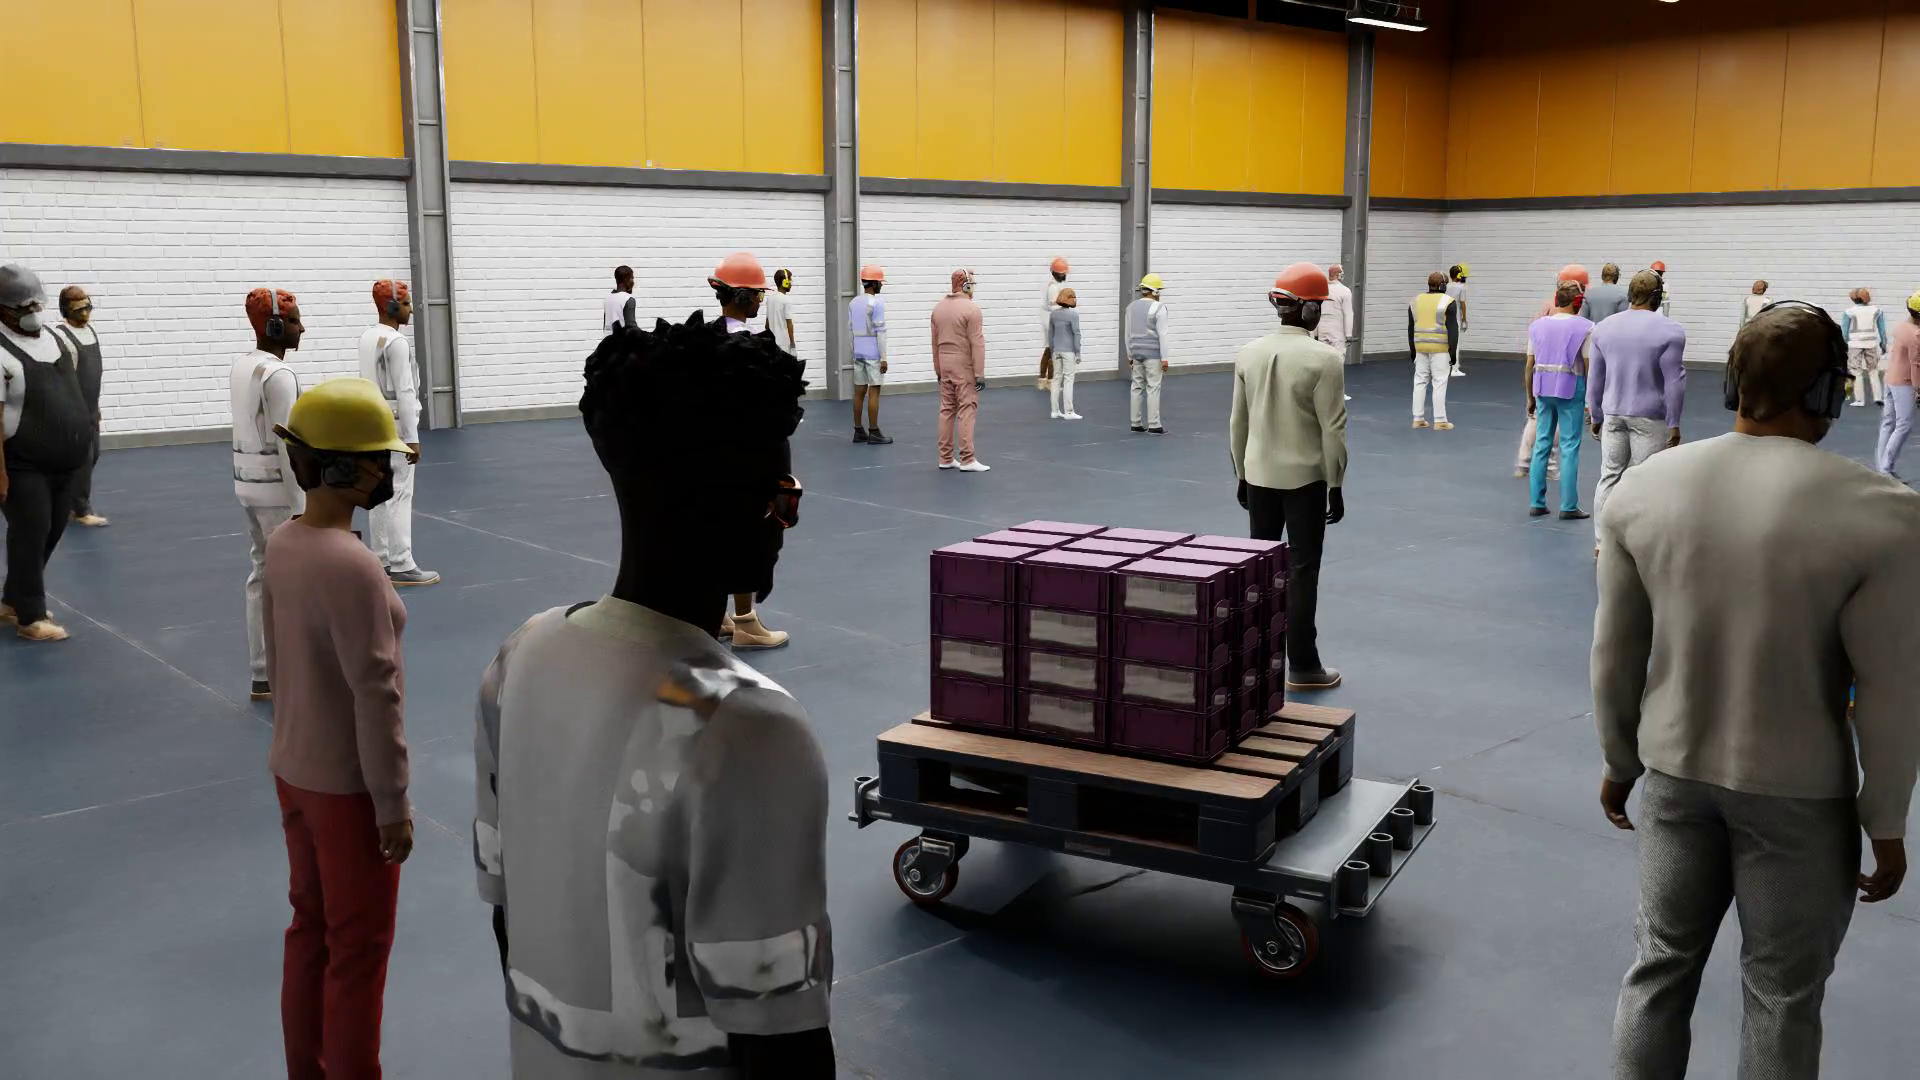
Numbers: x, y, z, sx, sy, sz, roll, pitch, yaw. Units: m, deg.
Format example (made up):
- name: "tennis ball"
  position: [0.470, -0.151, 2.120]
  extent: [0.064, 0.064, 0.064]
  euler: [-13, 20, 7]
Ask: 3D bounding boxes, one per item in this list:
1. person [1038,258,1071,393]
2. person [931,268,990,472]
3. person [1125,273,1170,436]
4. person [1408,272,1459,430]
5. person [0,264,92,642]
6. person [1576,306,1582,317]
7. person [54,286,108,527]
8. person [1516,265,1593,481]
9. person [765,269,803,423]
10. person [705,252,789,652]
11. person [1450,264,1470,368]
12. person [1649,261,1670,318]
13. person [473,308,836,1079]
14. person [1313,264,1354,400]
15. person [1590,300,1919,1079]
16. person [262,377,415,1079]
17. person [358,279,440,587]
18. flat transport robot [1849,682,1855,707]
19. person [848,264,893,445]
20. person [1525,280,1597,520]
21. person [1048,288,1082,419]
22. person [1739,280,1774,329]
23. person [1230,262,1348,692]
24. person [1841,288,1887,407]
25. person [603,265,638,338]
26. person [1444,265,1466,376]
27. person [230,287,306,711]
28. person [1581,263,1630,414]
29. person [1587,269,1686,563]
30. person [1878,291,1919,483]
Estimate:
- name: "person"
  position: [1.408, -3.186, 24.757]
  extent: [0.476, 1.995, 0.734]
  euler: [1, 10, 7]
- name: "person"
  position: [0.023, -1.596, 15.677]
  extent: [0.402, 1.906, 0.652]
  euler: [-8, 13, -41]
- name: "person"
  position: [2.140, -2.095, 18.822]
  extent: [0.403, 1.827, 0.601]
  euler: [-8, 13, -41]
- name: "person"
  position: [5.550, -2.210, 19.462]
  extent: [0.429, 1.841, 0.634]
  euler: [-8, 13, -41]
- name: "person"
  position: [-4.936, -0.476, 8.729]
  extent: [0.725, 2.000, 0.747]
  euler: [1, 10, 3]
- name: "person"
  position: [9.015, -3.088, 24.759]
  extent: [0.491, 1.808, 0.725]
  euler: [1, 10, 4]
- name: "person"
  position: [-6.628, -0.986, 12.425]
  extent: [0.537, 1.808, 0.635]
  euler: [0, 10, 0]
- name: "person"
  position: [5.357, -1.507, 15.075]
  extent: [0.491, 1.951, 0.735]
  euler: [1, 10, 4]
- name: "person"
  position: [-2.163, -2.351, 20.217]
  extent: [0.309, 1.864, 0.535]
  euler: [-8, 13, -41]
- name: "person"
  position: [-1.133, -0.452, 8.581]
  extent: [0.391, 2.041, 0.615]
  euler: [-8, 13, -41]
- name: "person"
  position: [8.930, -4.047, 30.116]
  extent: [0.465, 1.883, 0.715]
  euler: [1, 10, 5]
- name: "person"
  position: [11.924, -3.814, 28.582]
  extent: [0.377, 1.932, 0.552]
  euler: [-8, 13, -41]
- name: "person"
  position: [-0.324, 0.718, 1.958]
  extent: [0.366, 1.962, 0.614]
  euler: [-8, 13, -41]
- name: "person"
  position: [5.264, -2.916, 23.410]
  extent: [0.402, 1.904, 0.652]
  euler: [-8, 13, -41]
- name: "person"
  position: [1.577, 0.496, 3.340]
  extent: [0.354, 1.936, 0.635]
  euler: [-8, 13, -41]
- name: "person"
  position: [-1.339, 0.524, 3.683]
  extent: [0.329, 1.765, 0.533]
  euler: [-8, 13, -41]
- name: "person"
  position: [-3.489, -0.656, 10.238]
  extent: [0.337, 1.882, 0.585]
  euler: [-8, 13, -41]
- name: "flat transport robot"
  position: [4.208, 0.638, 7.379]
  extent: [0.652, 0.197, 1.431]
  euler: [-8, 13, -41]
- name: "person"
  position: [-0.955, -2.000, 17.953]
  extent: [0.374, 1.935, 0.552]
  euler: [-8, 13, -41]
- name: "person"
  position: [4.622, -1.077, 12.822]
  extent: [0.374, 1.840, 0.572]
  euler: [-8, 13, -41]
- name: "person"
  position: [1.311, -2.319, 20.704]
  extent: [0.267, 1.632, 0.507]
  euler: [-8, 13, -41]
- name: "person"
  position: [12.727, -3.325, 26.584]
  extent: [0.310, 1.638, 0.523]
  euler: [-8, 13, -41]
- name: "person"
  position: [1.555, -0.296, 7.806]
  extent: [0.396, 1.992, 0.623]
  euler: [-8, 13, -41]
- name: "person"
  position: [12.140, -2.581, 22.345]
  extent: [0.604, 1.604, 0.349]
  euler: [1, 10, 8]
- name: "person"
  position: [-3.882, -2.182, 19.076]
  extent: [0.370, 1.915, 0.597]
  euler: [-8, 13, -41]
- name: "person"
  position: [8.325, -3.701, 28.109]
  extent: [0.309, 1.868, 0.535]
  euler: [-8, 13, -41]
- name: "person"
  position: [-3.058, -0.181, 7.460]
  extent: [0.337, 1.880, 0.585]
  euler: [-8, 13, -41]
- name: "person"
  position: [8.205, -2.548, 21.156]
  extent: [0.353, 1.937, 0.635]
  euler: [-8, 13, -41]
- name: "person"
  position: [4.397, -0.786, 10.841]
  extent: [0.353, 1.937, 0.635]
  euler: [-8, 13, -41]
- name: "person"
  position: [8.447, -1.363, 14.873]
  extent: [0.331, 1.721, 0.634]
  euler: [2, 10, 11]
